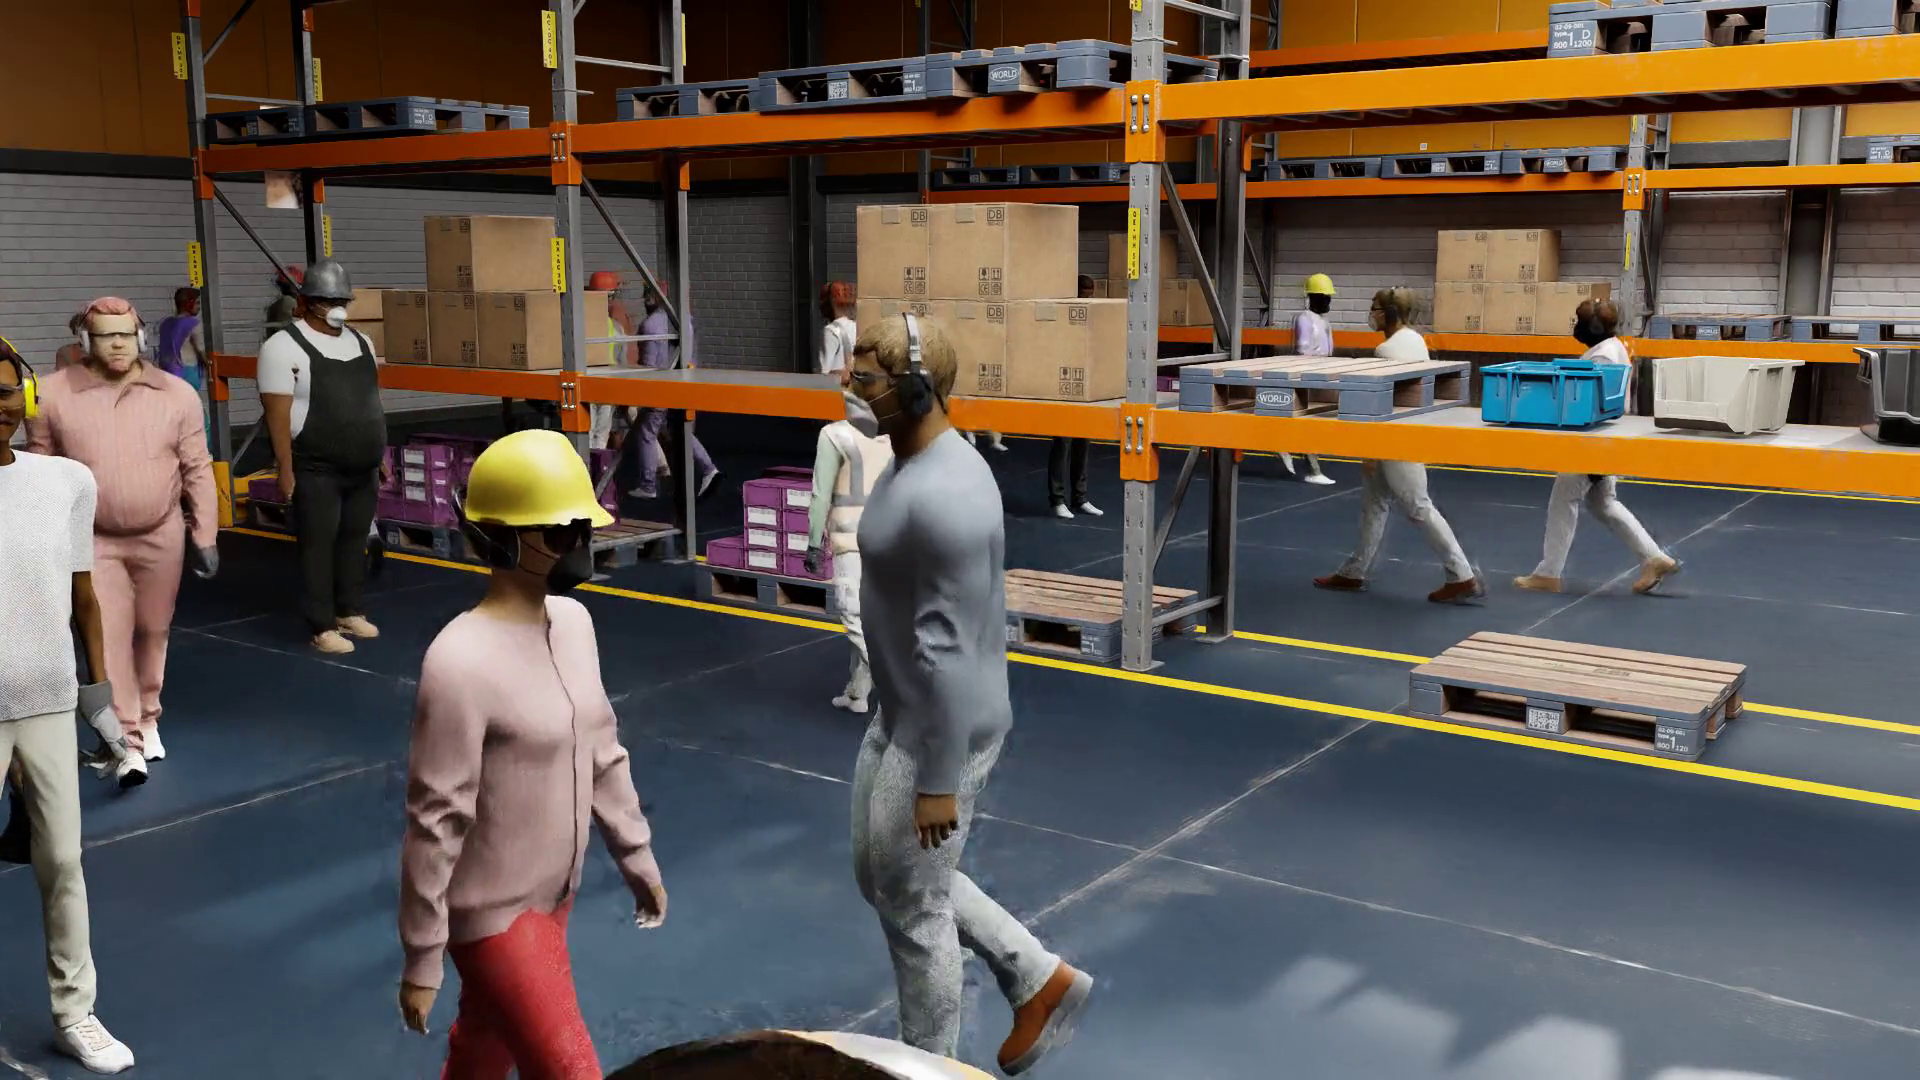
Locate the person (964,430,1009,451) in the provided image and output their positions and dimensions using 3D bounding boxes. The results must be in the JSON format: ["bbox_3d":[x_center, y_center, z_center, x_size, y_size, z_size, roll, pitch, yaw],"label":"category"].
[{"bbox_3d":[0.314,-1.764,17.781,0.433,1.625,0.518,8,13,41],"label":"person"}]

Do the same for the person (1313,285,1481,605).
[{"bbox_3d":[2.658,-0.566,9.887,1.019,1.895,0.646,5,11,28],"label":"person"}]

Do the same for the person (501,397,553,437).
[{"bbox_3d":[-4.704,-1.919,17.897,0.548,1.909,0.868,4,10,20],"label":"person"}]

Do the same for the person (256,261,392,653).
[{"bbox_3d":[-3.280,-0.453,8.738,0.570,2.000,0.695,5,11,29],"label":"person"}]

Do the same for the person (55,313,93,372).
[{"bbox_3d":[-7.090,-1.049,13.591,0.559,1.592,0.839,-2,10,-13],"label":"person"}]

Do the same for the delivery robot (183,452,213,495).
[{"bbox_3d":[-6.404,-0.576,13.609,0.477,0.478,0.707,7,12,35],"label":"delivery robot"}]

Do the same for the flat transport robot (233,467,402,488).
[{"bbox_3d":[-5.481,-0.490,14.215,1.431,0.197,0.652,-1,10,-7],"label":"flat transport robot"}]

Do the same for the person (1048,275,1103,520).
[{"bbox_3d":[0.907,-1.129,13.143,0.587,1.914,0.392,-8,12,-39],"label":"person"}]

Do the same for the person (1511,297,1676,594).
[{"bbox_3d":[3.884,-0.556,10.053,0.879,1.812,0.634,5,11,26],"label":"person"}]

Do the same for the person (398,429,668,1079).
[{"bbox_3d":[-0.712,0.664,3.032,0.921,1.719,0.549,2,10,11],"label":"person"}]

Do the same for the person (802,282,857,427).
[{"bbox_3d":[-1.044,-1.050,12.842,0.872,1.848,0.601,3,10,15],"label":"person"}]

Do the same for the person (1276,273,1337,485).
[{"bbox_3d":[3.163,-1.458,15.112,0.559,1.911,0.593,7,12,35],"label":"person"}]

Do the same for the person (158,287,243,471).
[{"bbox_3d":[-7.135,-1.429,15.334,0.552,1.785,1.017,8,12,38],"label":"person"}]

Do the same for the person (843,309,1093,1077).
[{"bbox_3d":[-0.008,0.441,3.788,0.559,1.924,0.626,-2,10,-10],"label":"person"}]

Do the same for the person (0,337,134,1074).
[{"bbox_3d":[-2.293,0.426,4.008,0.328,1.872,0.509,9,13,42],"label":"person"}]

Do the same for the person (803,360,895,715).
[{"bbox_3d":[-0.372,0.031,7.137,0.518,1.610,0.762,-8,13,-40],"label":"person"}]

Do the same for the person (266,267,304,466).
[{"bbox_3d":[-6.548,-1.727,16.581,0.642,1.957,0.915,9,13,43],"label":"person"}]

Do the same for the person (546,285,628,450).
[{"bbox_3d":[-3.035,-1.146,13.503,0.656,1.824,0.498,-9,13,-43],"label":"person"}]

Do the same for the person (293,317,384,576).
[{"bbox_3d":[-3.965,-0.604,10.509,0.695,1.740,0.522,8,13,41],"label":"person"}]

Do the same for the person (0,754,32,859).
[{"bbox_3d":[-3.481,0.154,5.584,0.982,1.900,0.561,3,10,19],"label":"person"}]

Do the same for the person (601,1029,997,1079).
[{"bbox_3d":[-0.199,0.908,1.060,0.556,1.905,0.930,-6,11,-33],"label":"person"}]

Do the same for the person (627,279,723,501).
[{"bbox_3d":[-2.428,-1.254,14.015,0.855,1.870,0.666,6,11,32],"label":"person"}]

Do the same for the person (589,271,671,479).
[{"bbox_3d":[-3.129,-1.471,15.169,0.987,1.955,0.651,-2,10,-9],"label":"person"}]

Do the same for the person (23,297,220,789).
[{"bbox_3d":[-3.208,0.012,6.445,0.658,1.867,0.949,-7,12,-35],"label":"person"}]
